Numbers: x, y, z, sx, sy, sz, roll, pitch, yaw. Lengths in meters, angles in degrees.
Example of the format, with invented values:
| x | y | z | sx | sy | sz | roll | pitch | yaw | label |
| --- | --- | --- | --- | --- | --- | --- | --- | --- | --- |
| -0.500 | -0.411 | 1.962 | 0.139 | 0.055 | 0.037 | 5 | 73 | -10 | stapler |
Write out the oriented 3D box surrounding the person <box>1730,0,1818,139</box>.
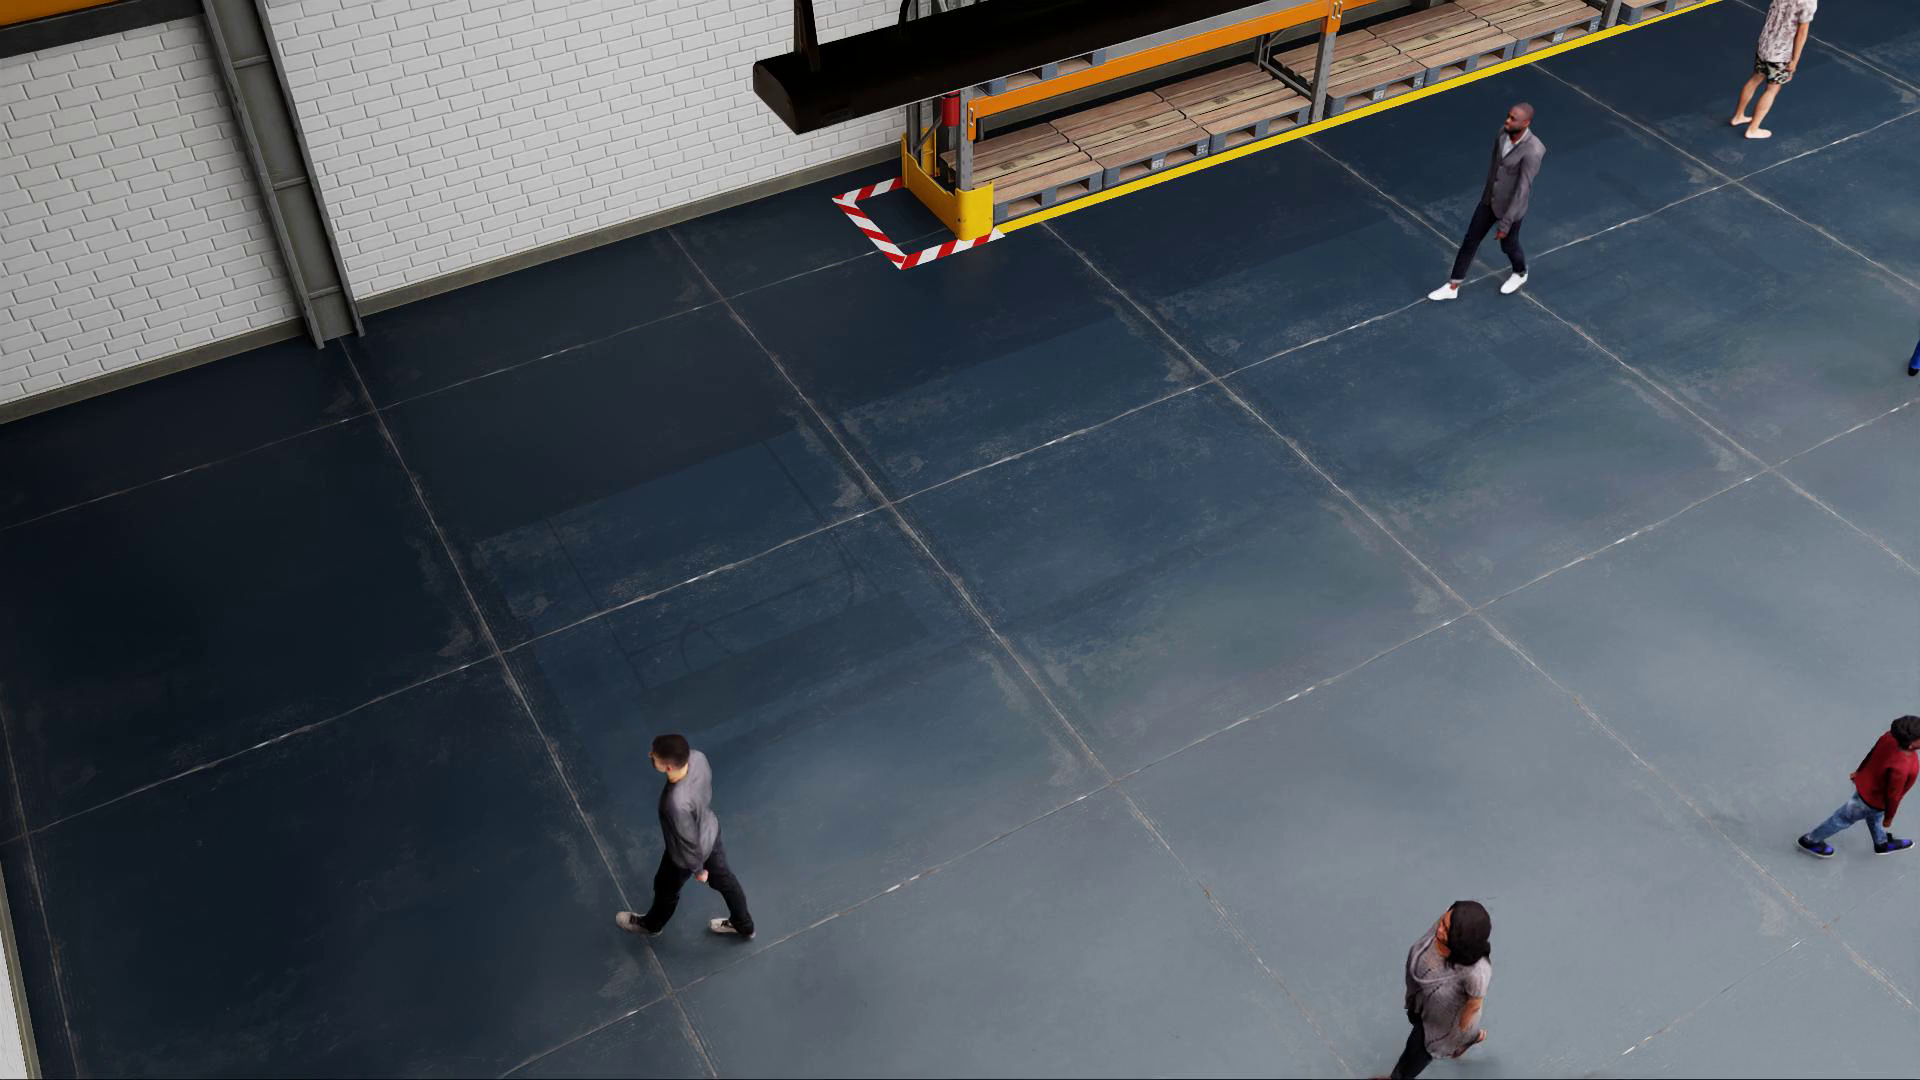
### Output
| x | y | z | sx | sy | sz | roll | pitch | yaw | label |
| --- | --- | --- | --- | --- | --- | --- | --- | --- | --- |
| 7.704 | -4.663 | 15.657 | 0.647 | 1.810 | 0.720 | -12 | 45 | -13 | person |

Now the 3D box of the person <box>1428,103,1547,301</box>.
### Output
| x | y | z | sx | sy | sz | roll | pitch | yaw | label |
| --- | --- | --- | --- | --- | --- | --- | --- | --- | --- |
| 4.543 | -2.743 | 13.667 | 1.162 | 1.775 | 0.746 | -19 | 47 | -19 | person |

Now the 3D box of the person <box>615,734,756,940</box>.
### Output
| x | y | z | sx | sy | sz | roll | pitch | yaw | label |
| --- | --- | --- | --- | --- | --- | --- | --- | --- | --- |
| -1.373 | 1.661 | 9.078 | 1.095 | 1.728 | 1.023 | 10 | 45 | 10 | person |

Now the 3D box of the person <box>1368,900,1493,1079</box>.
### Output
| x | y | z | sx | sy | sz | roll | pitch | yaw | label |
| --- | --- | --- | --- | --- | --- | --- | --- | --- | --- |
| 2.530 | 2.330 | 8.477 | 0.993 | 1.589 | 0.826 | -5 | 44 | -5 | person |

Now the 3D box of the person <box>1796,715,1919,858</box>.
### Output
| x | y | z | sx | sy | sz | roll | pitch | yaw | label |
| --- | --- | --- | --- | --- | --- | --- | --- | --- | --- |
| 5.248 | 1.449 | 9.661 | 0.903 | 1.230 | 0.851 | 11 | 45 | 12 | person |
